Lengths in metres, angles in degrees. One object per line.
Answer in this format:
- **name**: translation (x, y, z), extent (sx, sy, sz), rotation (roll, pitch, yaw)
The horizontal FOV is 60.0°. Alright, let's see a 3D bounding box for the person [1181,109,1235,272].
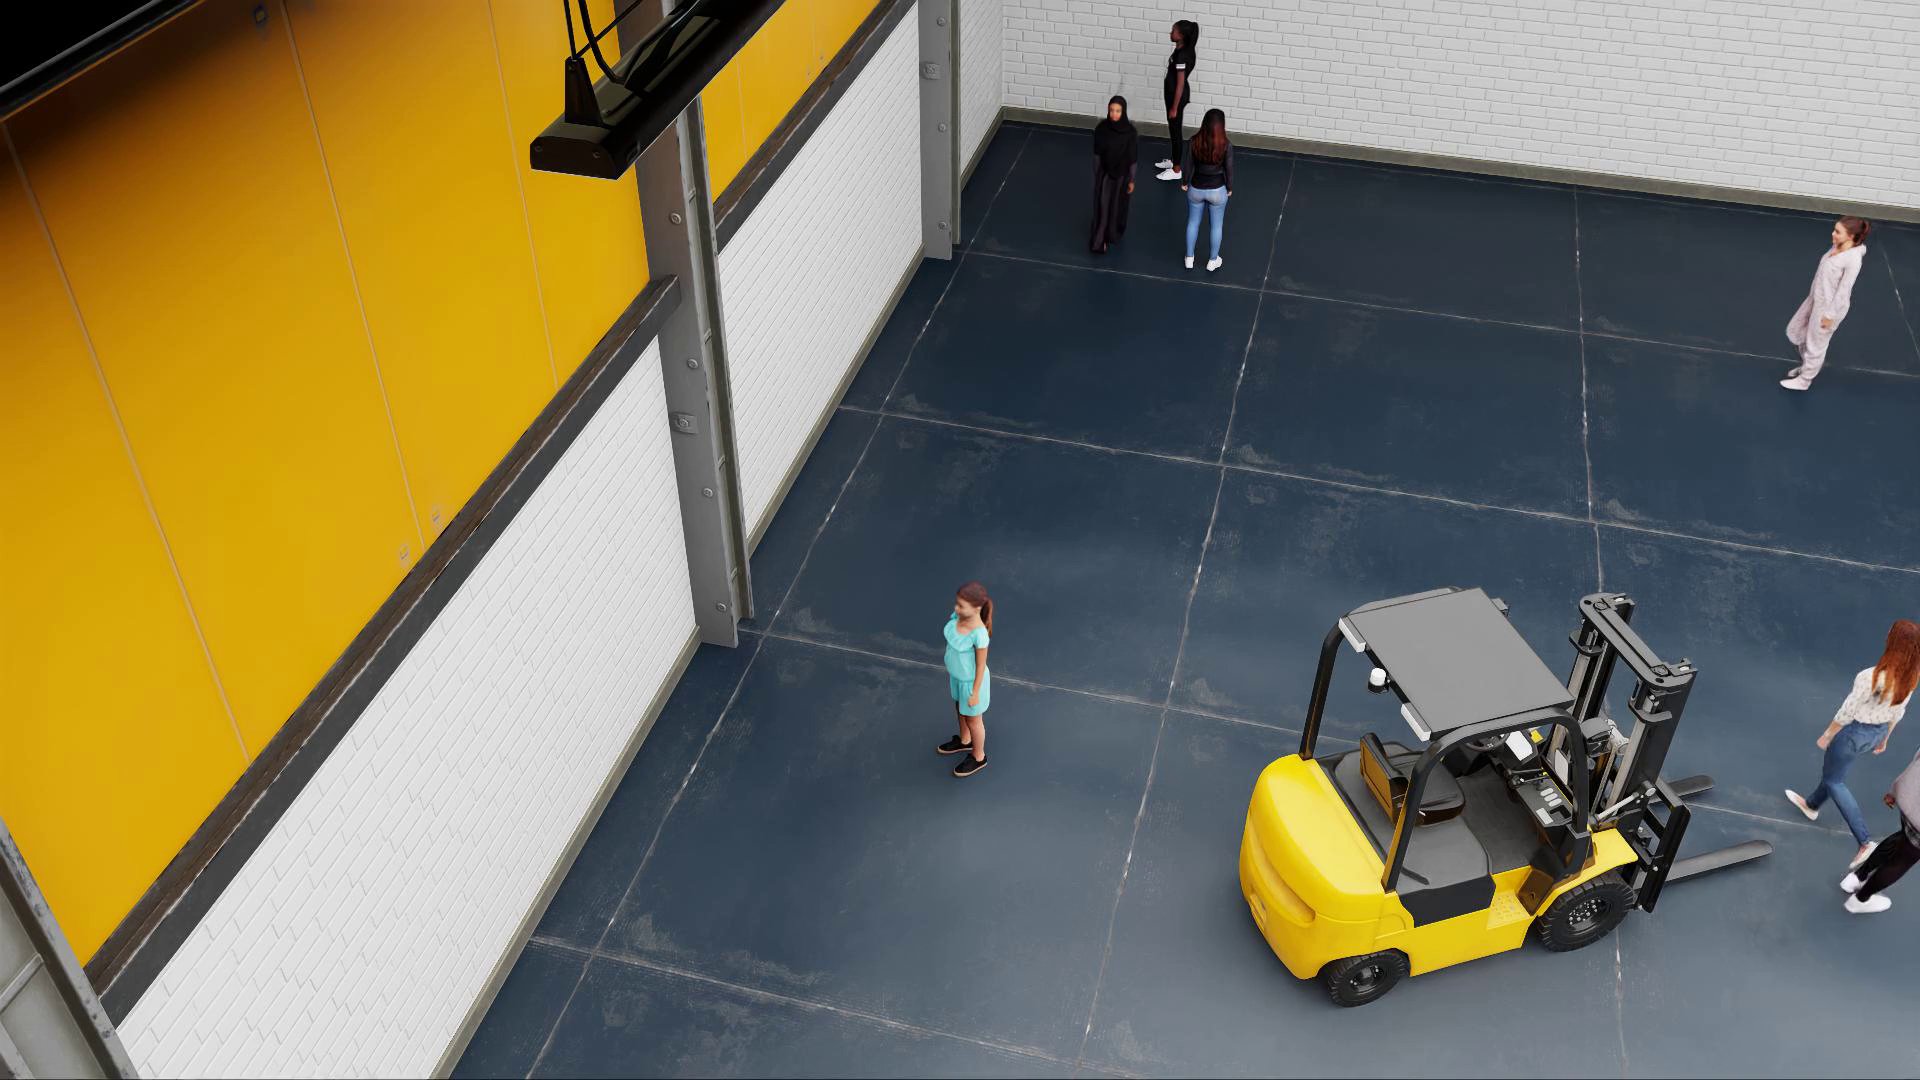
- **person**: translation (2.406, -3.412, 16.183), extent (0.643, 1.636, 0.549), rotation (11, 40, 13)

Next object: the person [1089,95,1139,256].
- **person**: translation (1.560, -3.677, 16.536), extent (0.687, 1.609, 1.096), rotation (5, 39, 6)

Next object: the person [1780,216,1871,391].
- **person**: translation (7.608, -2.049, 14.438), extent (0.761, 1.683, 0.621), rotation (1, 39, 2)

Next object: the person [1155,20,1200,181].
- **person**: translation (2.306, -4.694, 17.714), extent (0.695, 1.728, 0.544), rotation (4, 39, 5)

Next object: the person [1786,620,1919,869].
- **person**: translation (5.621, 1.259, 10.274), extent (0.961, 1.709, 1.095), rotation (-17, 42, -20)

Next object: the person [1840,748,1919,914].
- **person**: translation (5.579, 1.632, 9.771), extent (0.816, 1.756, 0.710), rotation (-8, 39, -10)

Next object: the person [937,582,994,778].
- **person**: translation (0.056, 0.884, 10.865), extent (0.714, 1.559, 0.647), rotation (-16, 41, -20)
